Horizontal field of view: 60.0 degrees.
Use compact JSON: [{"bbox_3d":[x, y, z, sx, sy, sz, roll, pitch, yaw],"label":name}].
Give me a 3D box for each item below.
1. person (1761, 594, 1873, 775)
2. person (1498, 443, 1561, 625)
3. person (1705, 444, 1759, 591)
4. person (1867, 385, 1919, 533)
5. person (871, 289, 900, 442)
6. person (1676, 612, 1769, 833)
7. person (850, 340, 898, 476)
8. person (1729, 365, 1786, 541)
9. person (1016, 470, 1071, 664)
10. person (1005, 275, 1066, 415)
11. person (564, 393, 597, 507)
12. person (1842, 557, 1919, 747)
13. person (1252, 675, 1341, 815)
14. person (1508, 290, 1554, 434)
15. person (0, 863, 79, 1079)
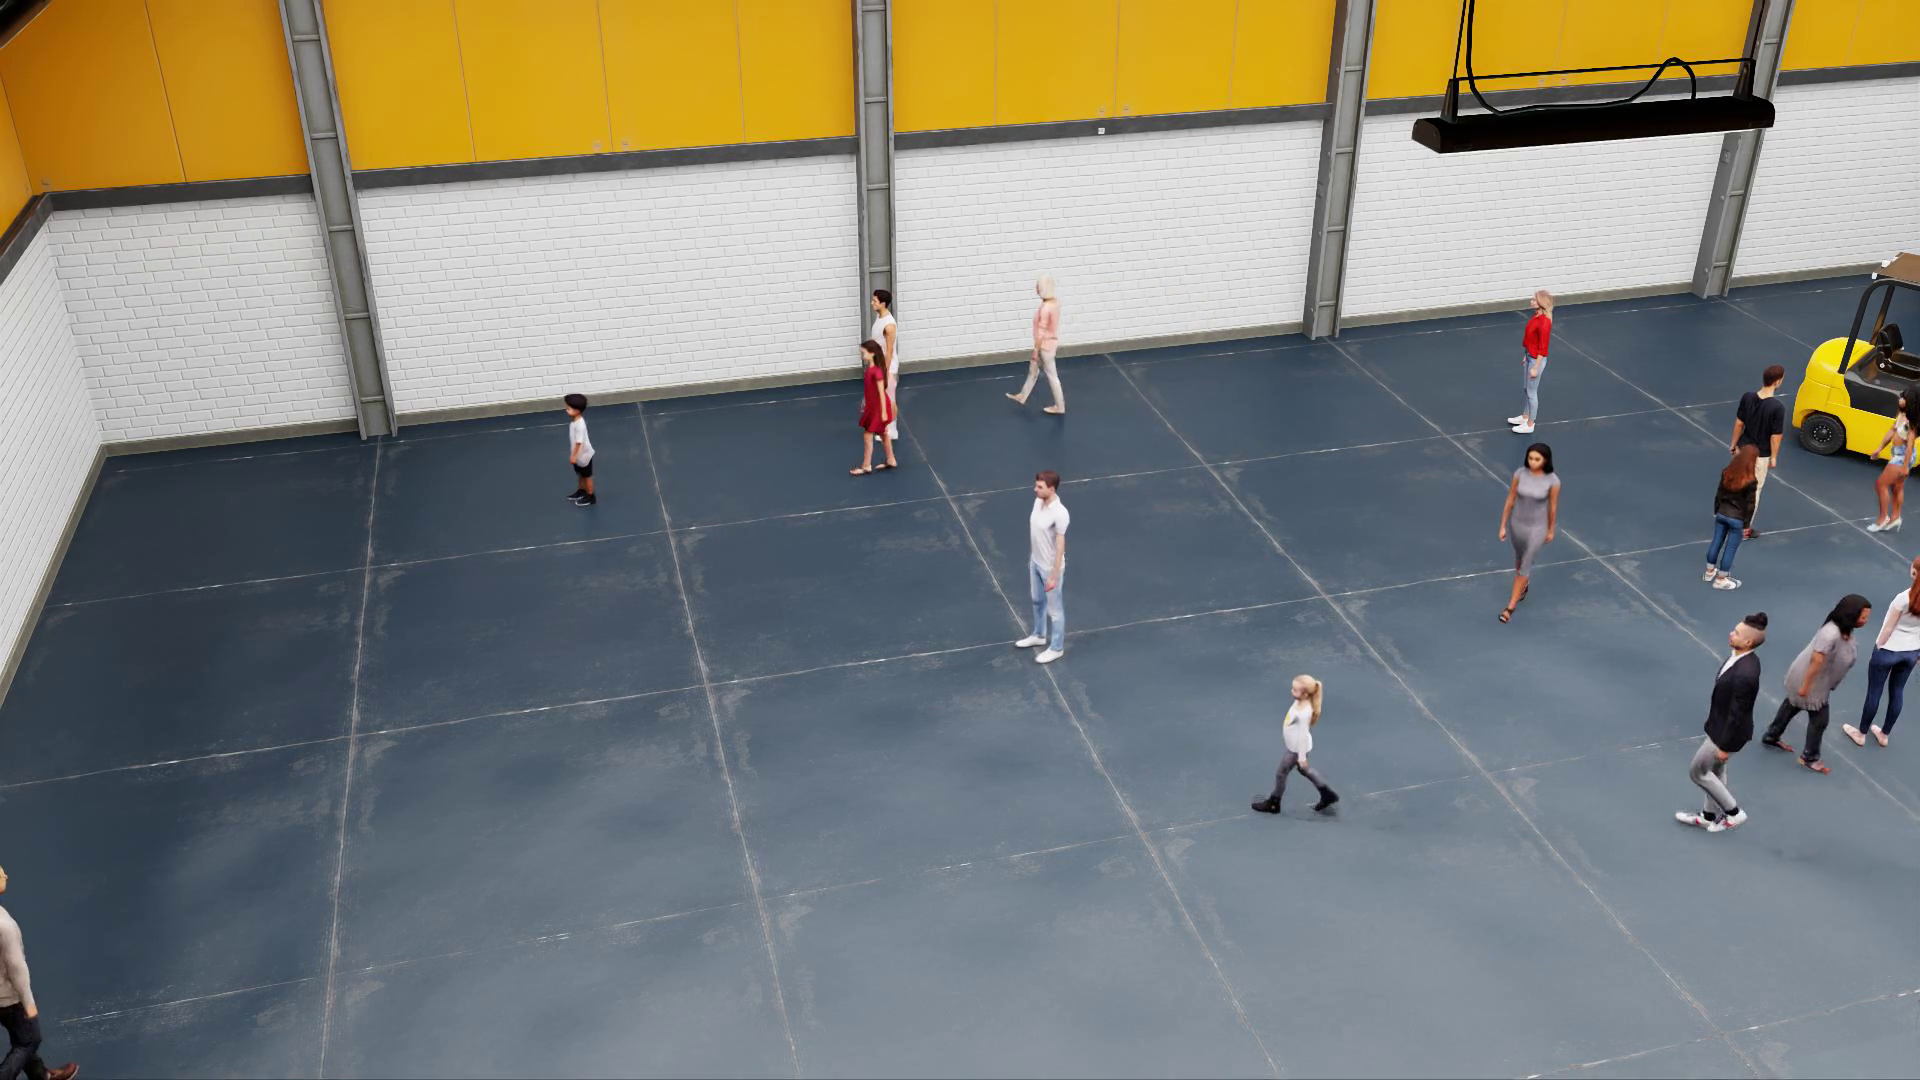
[{"bbox_3d":[6.865,1.087,13.507,0.937,1.570,0.881,15,32,26],"label":"person"},{"bbox_3d":[5.326,-0.119,15.548,1.041,1.733,1.173,19,34,31],"label":"person"},{"bbox_3d":[7.449,-0.243,16.035,0.611,1.484,0.624,-16,32,-27],"label":"person"},{"bbox_3d":[9.651,-0.793,16.913,0.803,1.608,0.738,7,29,13],"label":"person"},{"bbox_3d":[-0.843,-2.009,18.953,0.555,1.789,0.625,-8,30,-14],"label":"person"},{"bbox_3d":[5.878,1.418,12.513,0.930,1.939,0.886,10,30,18],"label":"person"},{"bbox_3d":[-0.832,-1.474,18.239,0.784,1.534,0.561,-9,30,-16],"label":"person"},{"bbox_3d":[8.026,-0.889,16.837,0.668,1.849,0.708,-20,34,-32],"label":"person"},{"bbox_3d":[0.800,0.214,14.813,0.635,1.852,0.708,-14,32,-24],"label":"person"},{"bbox_3d":[1.089,-2.268,19.521,1.081,1.700,0.894,6,29,11],"label":"person"},{"bbox_3d":[-3.972,-0.962,17.593,0.576,1.254,0.524,-11,30,-19],"label":"person"},{"bbox_3d":[7.694,0.928,13.624,0.527,1.738,0.666,-2,29,-4],"label":"person"},{"bbox_3d":[2.695,1.602,12.881,0.962,1.265,0.747,5,29,10],"label":"person"},{"bbox_3d":[6.606,-2.058,19.132,0.619,1.704,0.679,2,29,4],"label":"person"},{"bbox_3d":[-5.896,2.804,10.084,1.015,1.834,1.062,14,32,24],"label":"person"}]
